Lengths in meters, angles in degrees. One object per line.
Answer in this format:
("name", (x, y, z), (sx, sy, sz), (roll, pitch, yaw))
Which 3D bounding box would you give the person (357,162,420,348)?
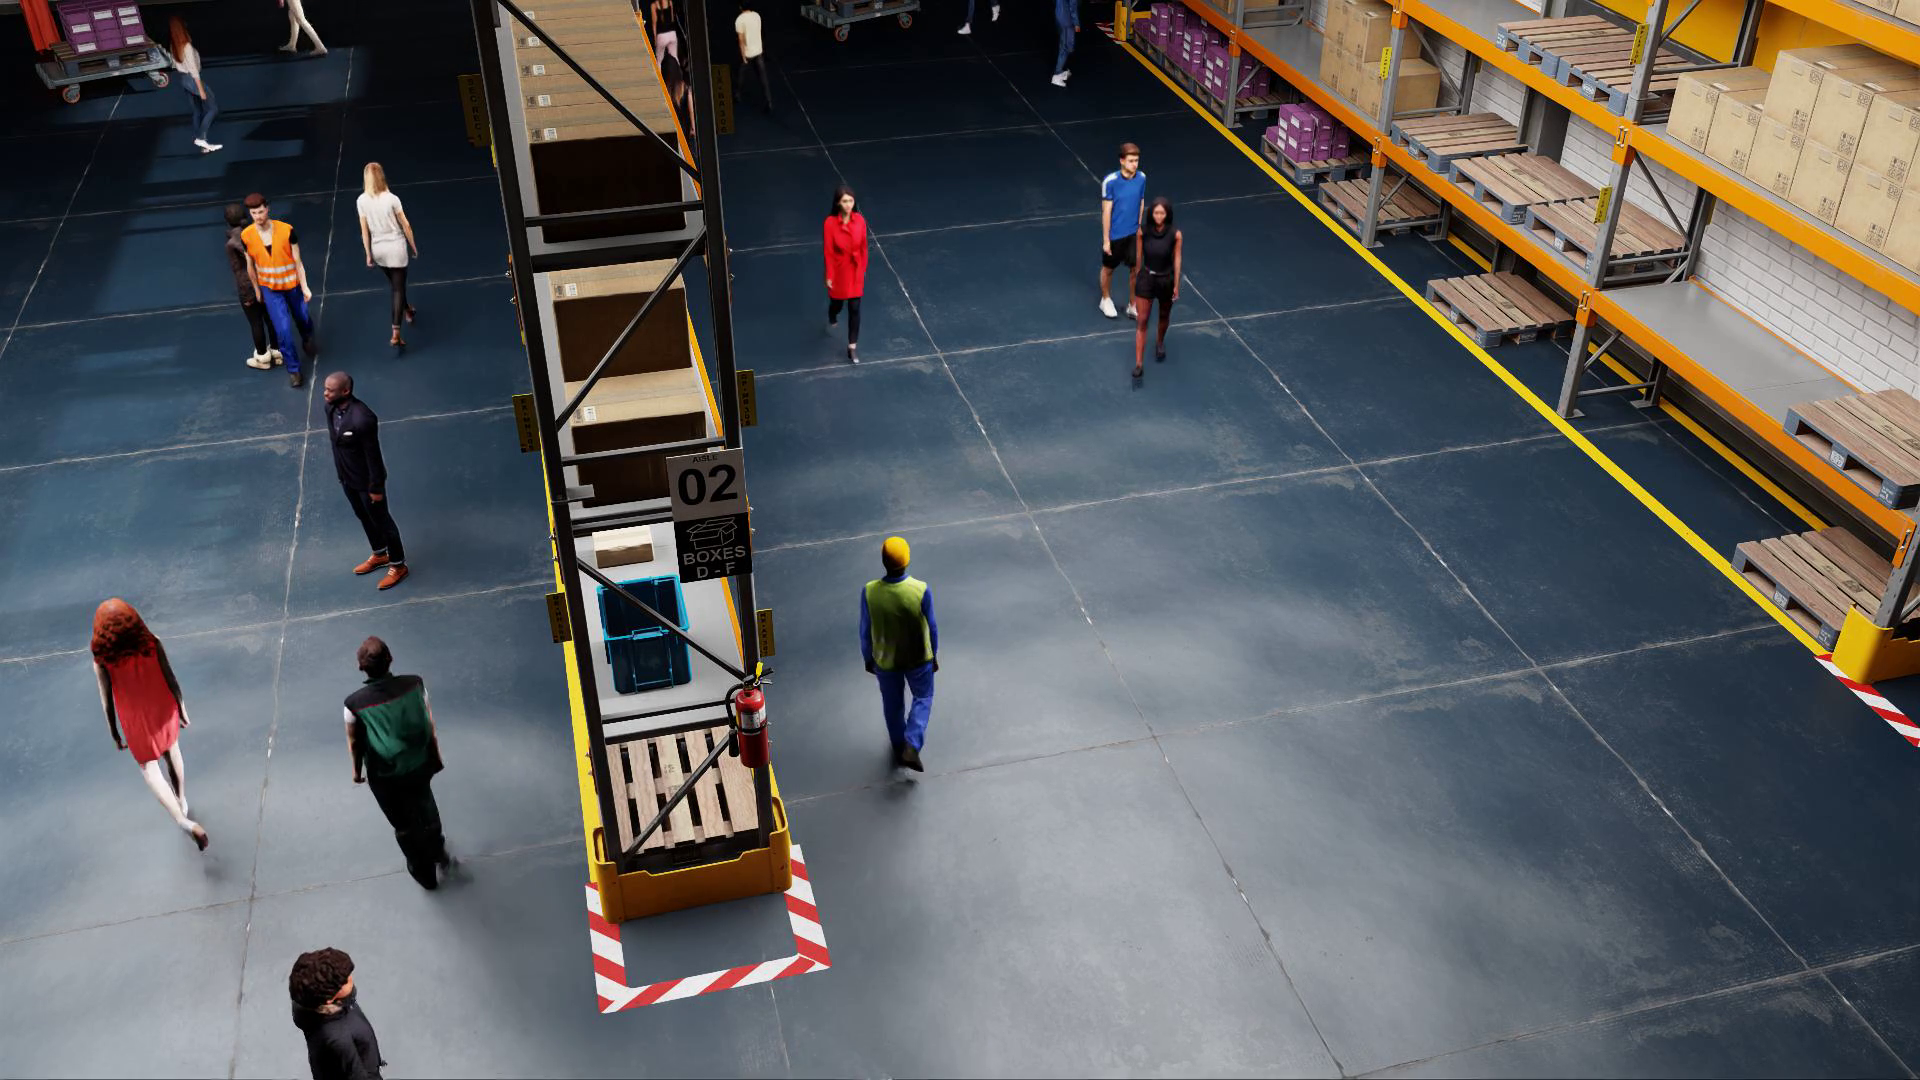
("person", (-5.550, -2.732, 16.154), (0.795, 1.782, 1.237), (-1, 34, -2))

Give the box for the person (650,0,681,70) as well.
("person", (-3.919, -6.709, 22.375), (0.702, 1.521, 1.023), (-20, 38, -27))

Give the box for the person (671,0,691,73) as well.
("person", (-3.809, -7.341, 23.168), (0.793, 1.695, 0.678), (8, 34, 12))

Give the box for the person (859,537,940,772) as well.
("person", (-0.383, 0.795, 10.827), (0.812, 1.805, 0.929), (1, 34, 2))

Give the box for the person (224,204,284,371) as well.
("person", (-6.661, -2.388, 15.745), (0.717, 1.661, 0.778), (-28, 42, -35))

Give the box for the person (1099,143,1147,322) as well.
("person", (1.565, -3.119, 16.680), (0.724, 1.845, 0.894), (-11, 35, -17))

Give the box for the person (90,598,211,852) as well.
("person", (-4.967, 1.167, 10.267), (0.907, 1.806, 1.129), (-26, 42, -34))

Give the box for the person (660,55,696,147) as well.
("person", (-3.289, -4.689, 19.166), (0.665, 1.709, 0.659), (-9, 35, -13))

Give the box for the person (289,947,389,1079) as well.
("person", (-3.020, 2.661, 8.059), (0.853, 1.763, 0.879), (-21, 39, -28))

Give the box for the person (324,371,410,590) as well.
("person", (-4.567, -0.482, 12.738), (0.739, 1.817, 0.846), (25, 41, 32))

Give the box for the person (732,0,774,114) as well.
("person", (-2.688, -6.346, 21.804), (0.896, 1.547, 1.098), (-27, 42, -34))

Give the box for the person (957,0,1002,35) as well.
("person", (0.314, -8.500, 24.866), (1.246, 1.745, 1.148), (26, 41, 33))

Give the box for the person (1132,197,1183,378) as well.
("person", (1.889, -2.445, 15.806), (0.961, 1.691, 1.232), (6, 34, 9))

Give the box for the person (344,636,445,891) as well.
("person", (-3.323, 1.377, 9.930), (0.779, 1.830, 0.817), (-25, 41, -33))

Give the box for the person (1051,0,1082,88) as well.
("person", (1.466, -7.198, 22.864), (0.902, 1.793, 0.588), (-15, 36, -21))

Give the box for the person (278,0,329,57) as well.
("person", (-9.462, -7.814, 23.766), (0.969, 1.820, 1.082), (4, 34, 6))

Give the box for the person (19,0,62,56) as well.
("person", (-13.371, -7.908, 23.924), (0.673, 1.803, 0.646), (-1, 34, -2))

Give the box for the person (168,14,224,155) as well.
("person", (-9.519, -5.585, 20.501), (0.738, 1.722, 0.805), (24, 40, 31))

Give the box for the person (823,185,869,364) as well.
("person", (-1.133, -2.579, 15.971), (0.663, 1.731, 0.950), (-13, 36, -18))

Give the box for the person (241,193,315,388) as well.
("person", (-6.357, -2.419, 15.618), (0.688, 1.854, 1.105), (-9, 35, -14))
